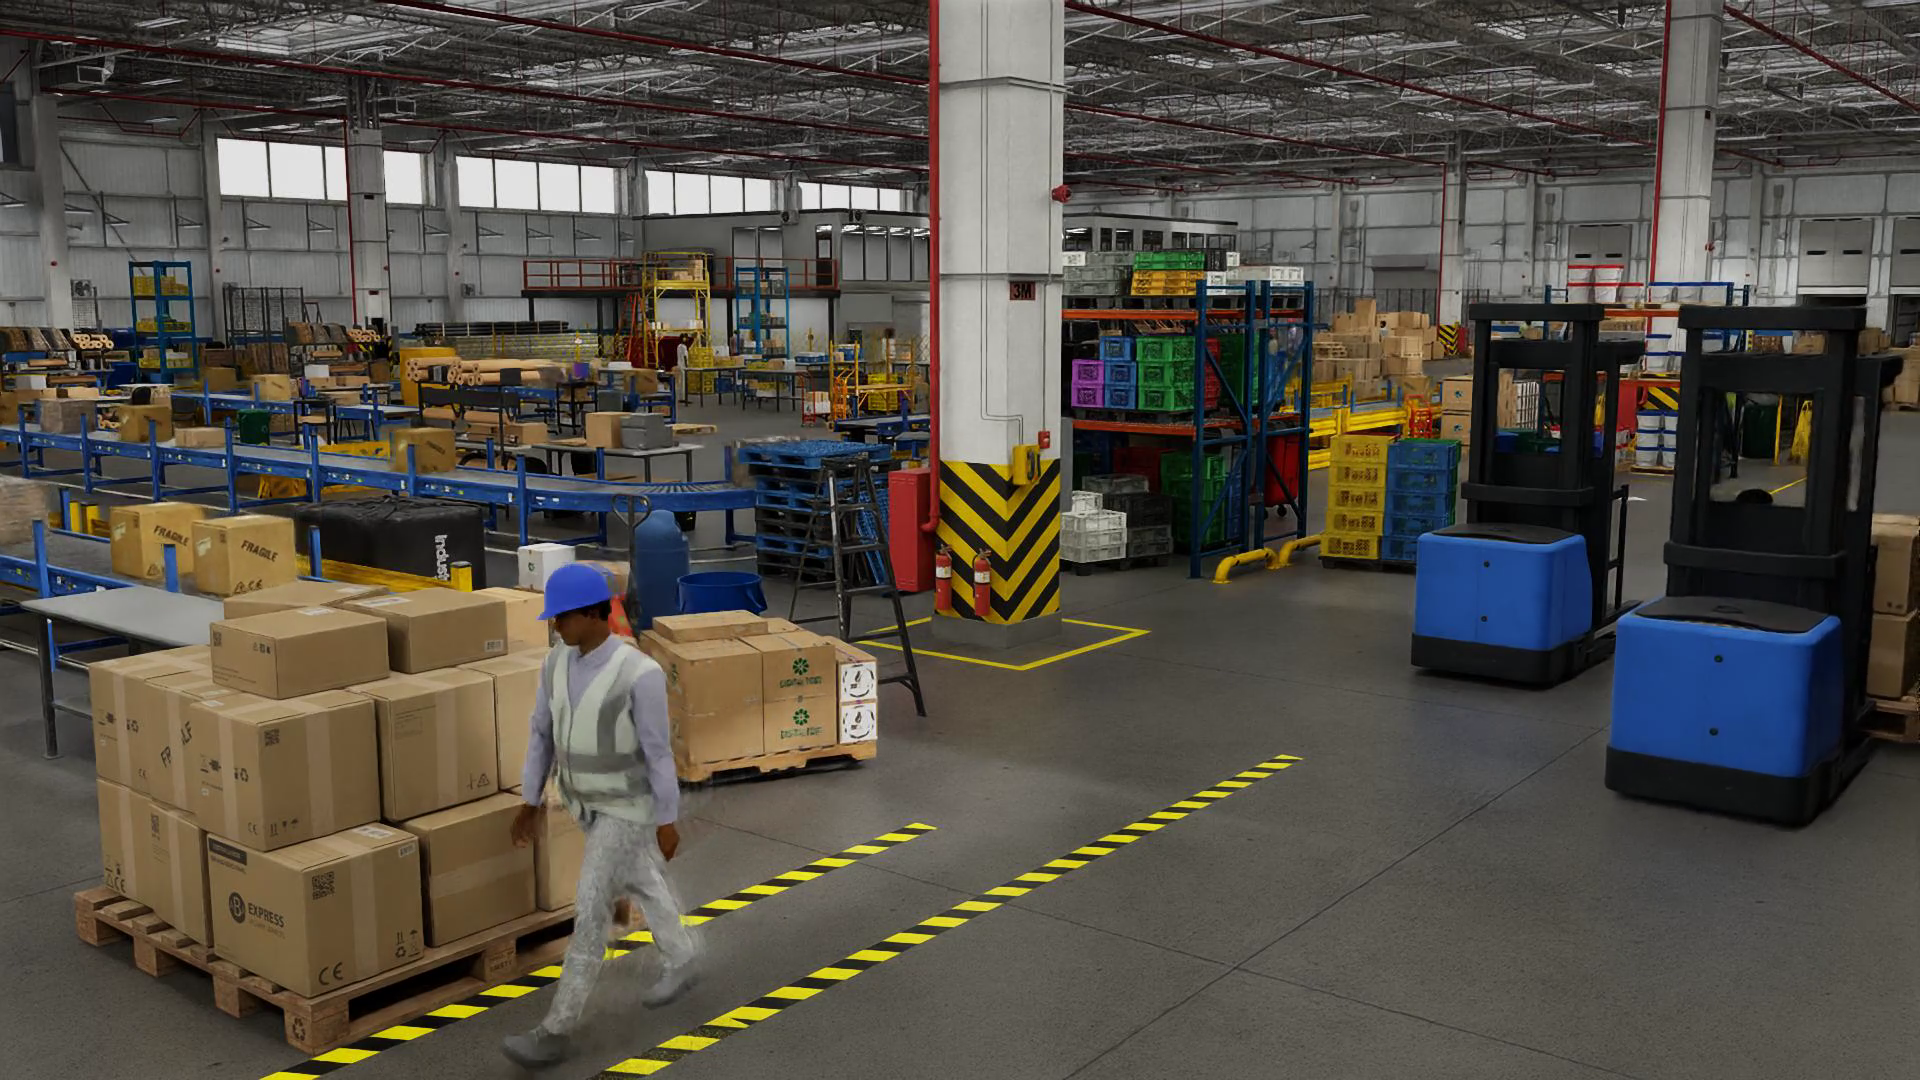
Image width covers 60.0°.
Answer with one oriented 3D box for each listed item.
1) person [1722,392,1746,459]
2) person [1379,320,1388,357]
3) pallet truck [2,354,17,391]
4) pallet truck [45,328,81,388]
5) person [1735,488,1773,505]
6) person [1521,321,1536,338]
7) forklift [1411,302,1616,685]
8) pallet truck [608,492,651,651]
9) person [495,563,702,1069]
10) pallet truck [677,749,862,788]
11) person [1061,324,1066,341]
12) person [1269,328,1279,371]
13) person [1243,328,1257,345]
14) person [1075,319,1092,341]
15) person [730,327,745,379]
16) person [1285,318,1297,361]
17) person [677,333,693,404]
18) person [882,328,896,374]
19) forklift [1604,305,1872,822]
[{"bbox_3d":[13.590,-2.276,29.197,0.322,1.699,0.536,-1,9,-8],"label":"person"},{"bbox_3d":[16.139,-7.447,63.490,0.526,1.869,0.315,-7,11,-41],"label":"person"},{"bbox_3d":[-24.881,-4.417,42.634,1.885,1.965,0.823,8,11,41],"label":"pallet truck"},{"bbox_3d":[-23.775,-4.544,43.495,1.885,1.965,0.823,6,10,35],"label":"pallet truck"},{"bbox_3d":[4.908,0.513,10.413,0.540,1.695,0.317,-4,9,-25],"label":"person"},{"bbox_3d":[24.943,-8.814,72.993,0.626,1.800,0.950,1,9,9],"label":"person"},{"bbox_3d":[4.379,-0.438,12.852,1.129,2.768,1.873,7,11,37],"label":"forklift"},{"bbox_3d":[-3.115,0.344,12.883,0.653,1.274,1.630,7,11,37],"label":"pallet truck"},{"bbox_3d":[-1.379,1.018,6.446,0.602,1.881,1.077,7,11,38],"label":"person"},{"bbox_3d":[-1.426,0.805,10.019,1.601,1.201,0.680,-4,9,-26],"label":"pallet truck"},{"bbox_3d":[3.608,-7.070,60.758,0.589,1.927,0.368,-2,9,-16],"label":"person"},{"bbox_3d":[8.831,-5.093,47.467,0.563,1.920,0.446,-2,9,-13],"label":"person"},{"bbox_3d":[11.743,-8.015,67.245,0.638,1.905,0.971,2,9,15],"label":"person"},{"bbox_3d":[4.322,-6.656,57.584,0.689,2.000,0.539,-7,11,-38],"label":"person"},{"bbox_3d":[-7.502,-6.296,56.084,0.525,1.769,0.313,1,8,4],"label":"person"},{"bbox_3d":[12.017,-7.017,60.090,0.583,2.018,0.631,-1,8,-4],"label":"person"},{"bbox_3d":[-7.259,-4.507,43.674,0.313,1.869,0.528,-5,10,-31],"label":"person"},{"bbox_3d":[-2.175,-5.504,50.407,0.618,1.866,0.582,7,11,40],"label":"person"},{"bbox_3d":[4.633,0.029,9.701,1.129,2.768,1.873,6,11,37],"label":"forklift"}]
